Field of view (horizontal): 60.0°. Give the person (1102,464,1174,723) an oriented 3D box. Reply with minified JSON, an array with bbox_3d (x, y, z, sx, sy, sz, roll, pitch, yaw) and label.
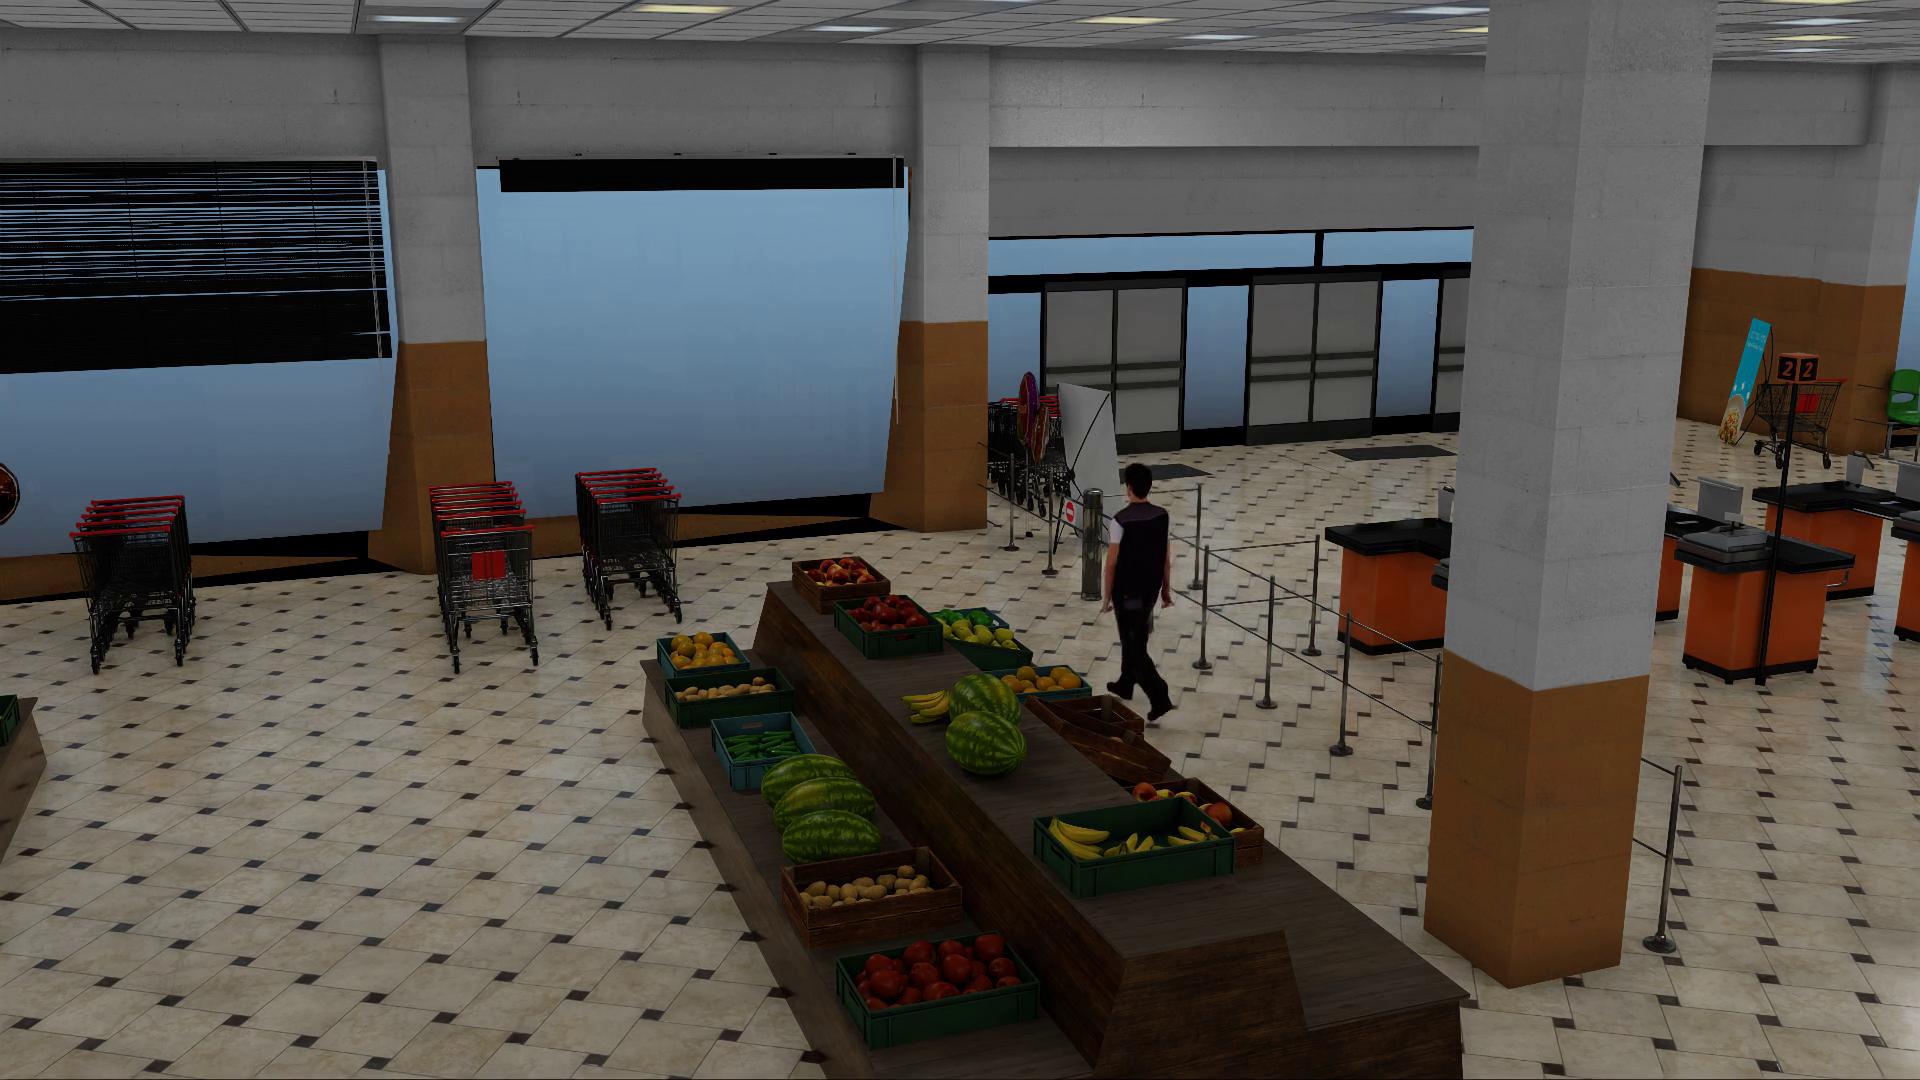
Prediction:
[{"bbox_3d":[1.316,0.405,11.881,0.787,1.812,1.212,-8,16,-29],"label":"person"}]
